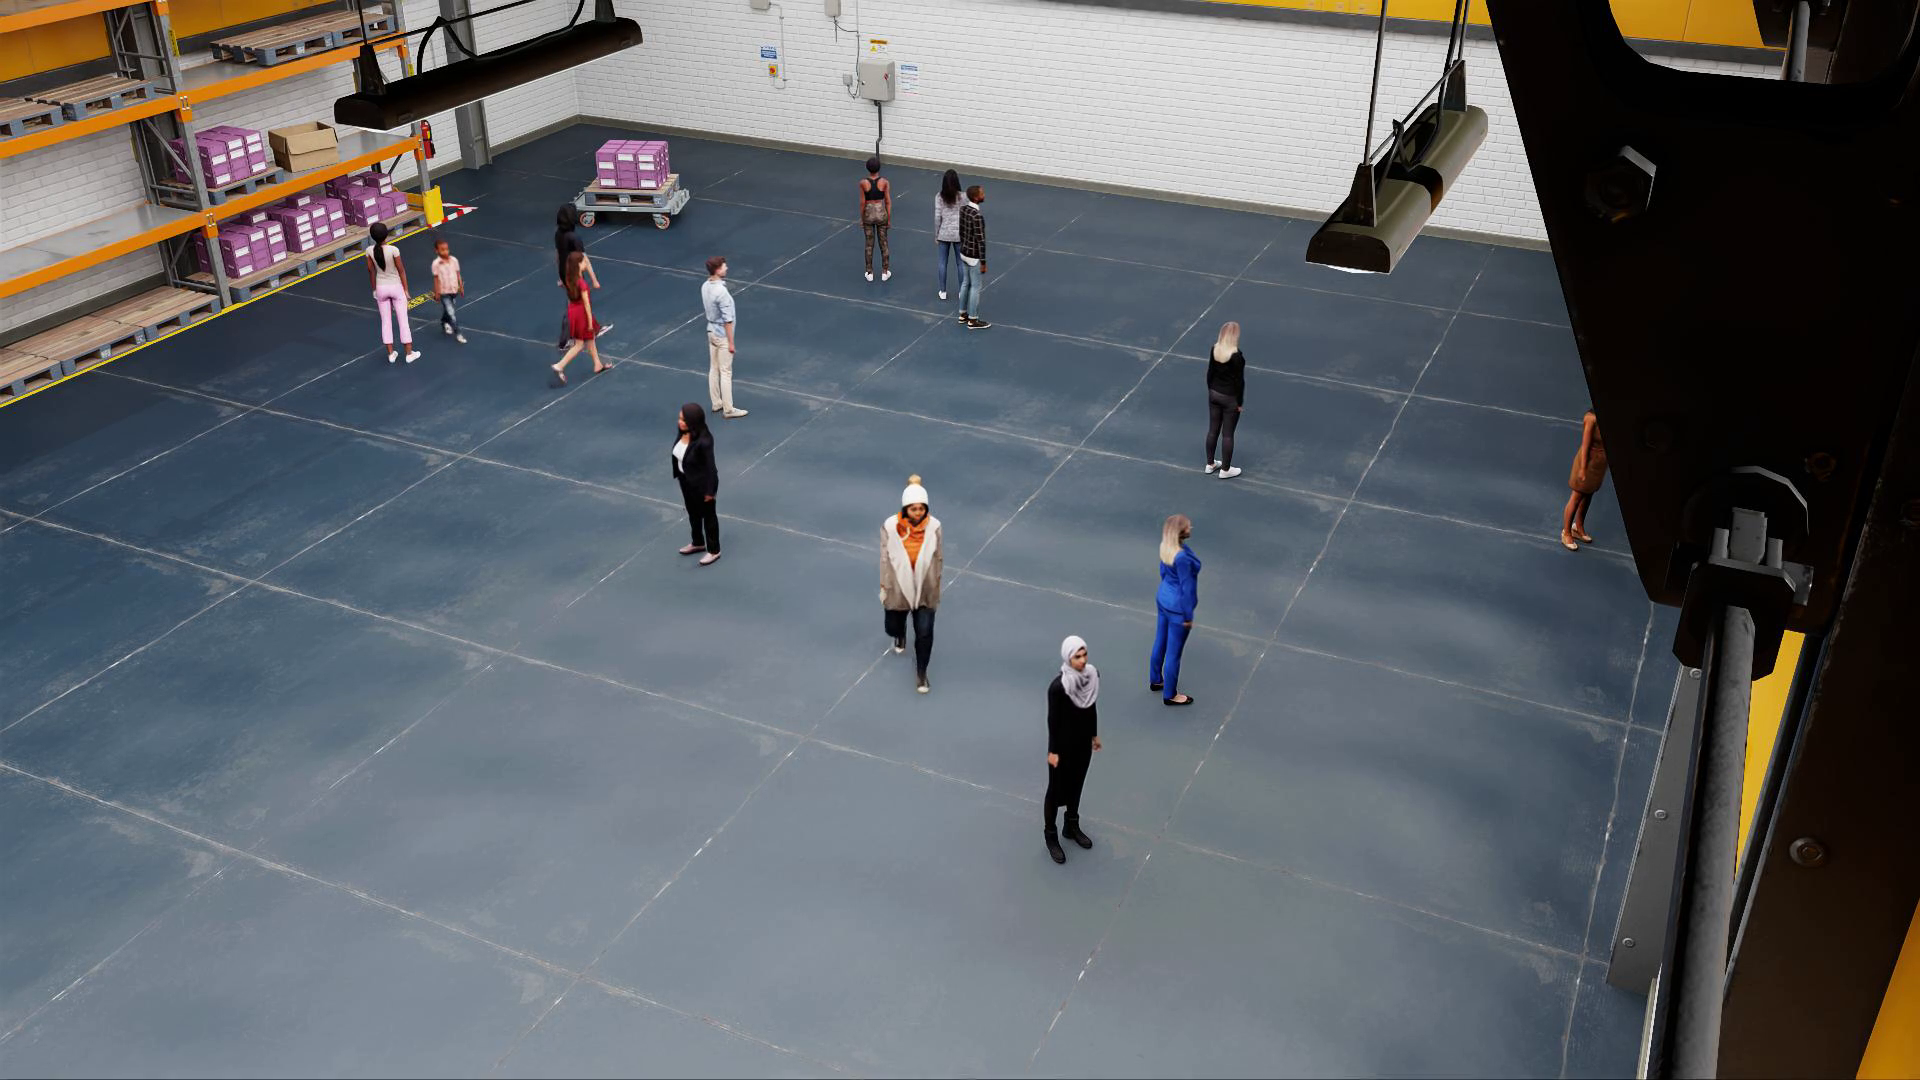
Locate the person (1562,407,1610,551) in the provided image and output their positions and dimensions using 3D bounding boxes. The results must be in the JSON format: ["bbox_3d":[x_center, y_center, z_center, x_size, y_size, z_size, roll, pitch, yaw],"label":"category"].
[{"bbox_3d":[6.027,-0.722,15.886,0.586,1.690,0.701,-21,35,-33],"label":"person"}]

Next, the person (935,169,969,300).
[{"bbox_3d":[-0.111,-4.026,21.899,0.677,1.733,0.654,1,29,2],"label":"person"}]

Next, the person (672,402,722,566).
[{"bbox_3d":[-2.463,-0.556,15.658,0.720,1.617,0.725,24,37,37],"label":"person"}]

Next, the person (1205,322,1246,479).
[{"bbox_3d":[2.740,-1.458,17.241,0.679,1.685,0.684,-22,35,-34],"label":"person"}]

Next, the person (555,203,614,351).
[{"bbox_3d":[-4.801,-3.175,20.268,1.169,1.800,0.964,-22,35,-34],"label":"person"}]

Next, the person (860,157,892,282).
[{"bbox_3d":[-1.146,-4.354,22.534,0.658,1.701,0.676,-2,29,-3],"label":"person"}]

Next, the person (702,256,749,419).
[{"bbox_3d":[-2.682,-2.283,18.584,0.735,1.847,0.733,-18,33,-30],"label":"person"}]

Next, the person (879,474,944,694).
[{"bbox_3d":[-0.413,0.317,13.788,0.980,1.875,1.123,-3,29,-5],"label":"person"}]

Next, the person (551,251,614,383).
[{"bbox_3d":[-4.517,-2.593,19.489,1.094,1.524,0.812,-23,36,-35],"label":"person"}]

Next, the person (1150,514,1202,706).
[{"bbox_3d":[1.733,0.551,13.542,0.760,1.700,0.691,-8,30,-15],"label":"person"}]

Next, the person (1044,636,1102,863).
[{"bbox_3d":[0.779,1.456,11.801,0.626,1.780,0.745,-20,34,-32],"label":"person"}]

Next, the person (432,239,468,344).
[{"bbox_3d":[-6.412,-3.136,20.733,0.928,1.287,0.781,-25,37,-37],"label":"person"}]

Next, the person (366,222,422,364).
[{"bbox_3d":[-6.845,-2.980,19.972,0.654,1.742,0.641,0,29,1],"label":"person"}]

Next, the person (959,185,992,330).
[{"bbox_3d":[0.151,-3.591,21.011,0.763,1.819,0.743,-14,32,-24],"label":"person"}]
